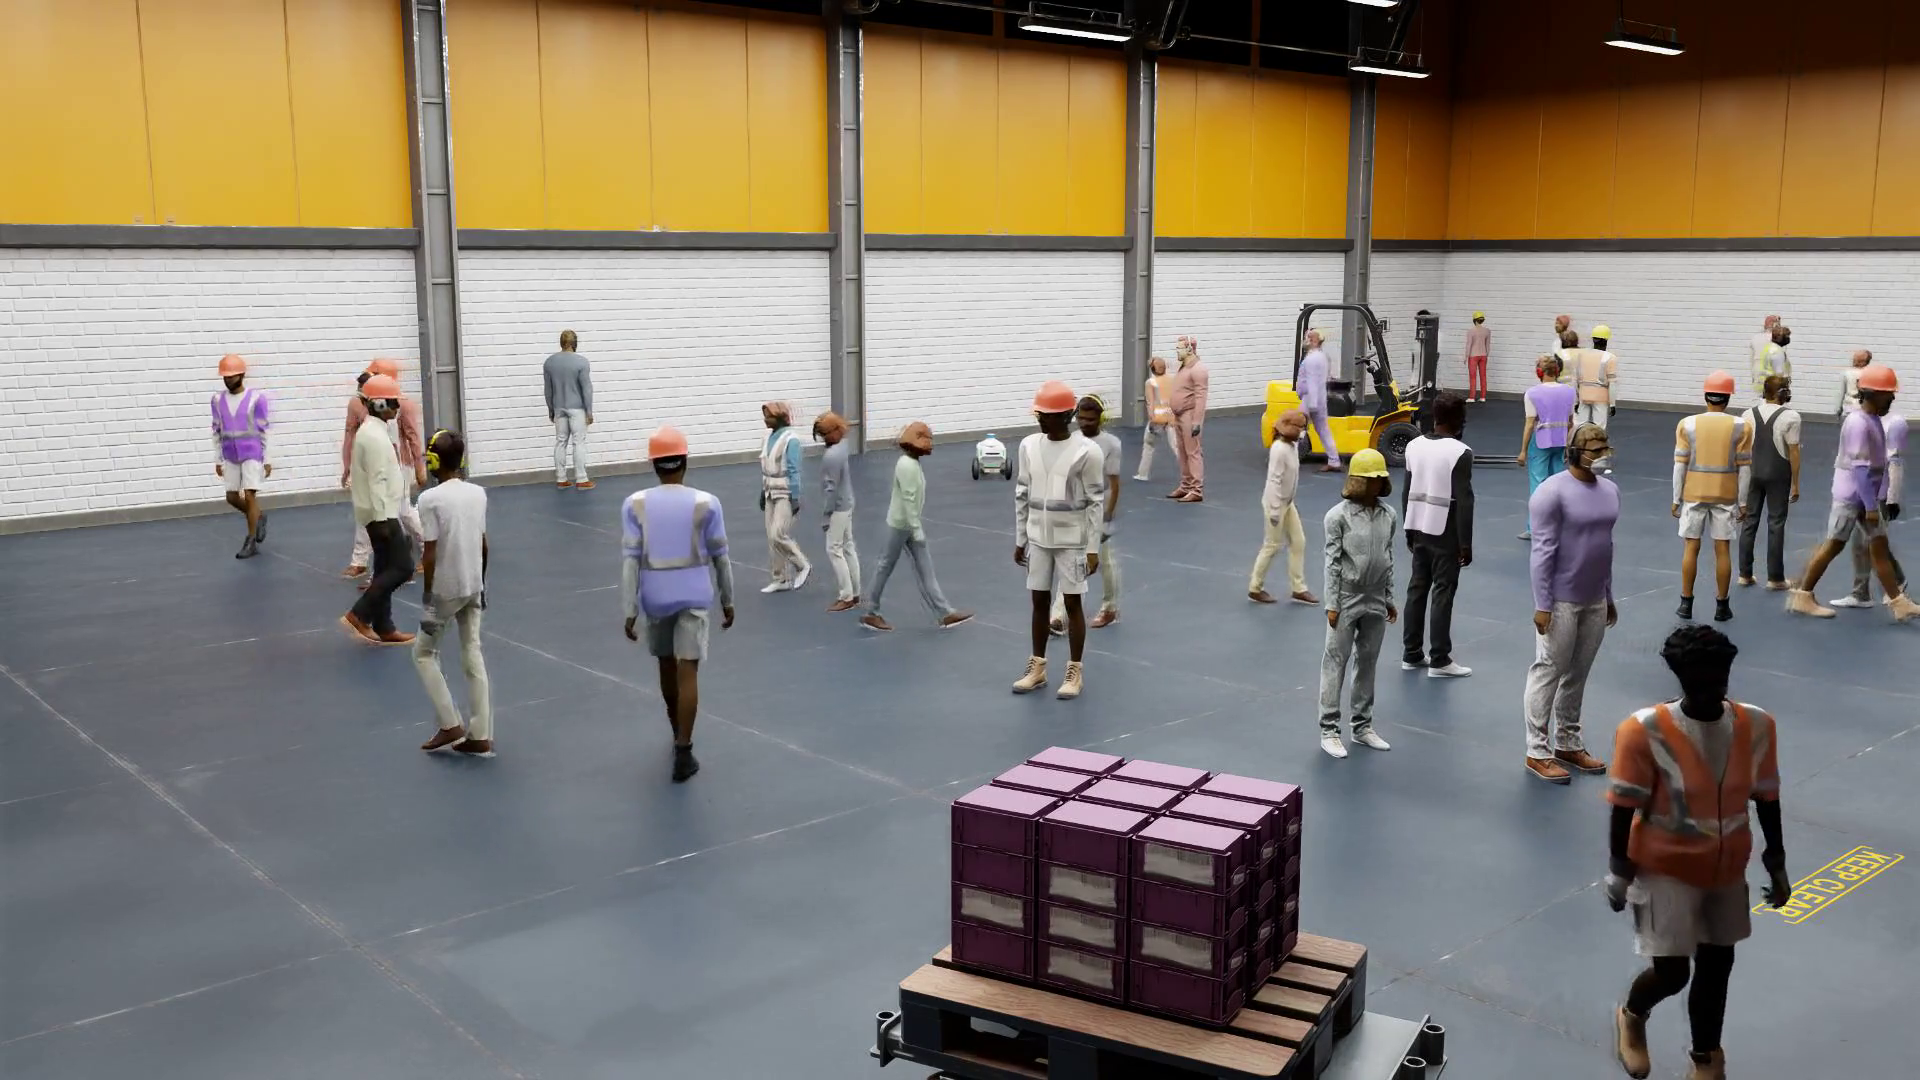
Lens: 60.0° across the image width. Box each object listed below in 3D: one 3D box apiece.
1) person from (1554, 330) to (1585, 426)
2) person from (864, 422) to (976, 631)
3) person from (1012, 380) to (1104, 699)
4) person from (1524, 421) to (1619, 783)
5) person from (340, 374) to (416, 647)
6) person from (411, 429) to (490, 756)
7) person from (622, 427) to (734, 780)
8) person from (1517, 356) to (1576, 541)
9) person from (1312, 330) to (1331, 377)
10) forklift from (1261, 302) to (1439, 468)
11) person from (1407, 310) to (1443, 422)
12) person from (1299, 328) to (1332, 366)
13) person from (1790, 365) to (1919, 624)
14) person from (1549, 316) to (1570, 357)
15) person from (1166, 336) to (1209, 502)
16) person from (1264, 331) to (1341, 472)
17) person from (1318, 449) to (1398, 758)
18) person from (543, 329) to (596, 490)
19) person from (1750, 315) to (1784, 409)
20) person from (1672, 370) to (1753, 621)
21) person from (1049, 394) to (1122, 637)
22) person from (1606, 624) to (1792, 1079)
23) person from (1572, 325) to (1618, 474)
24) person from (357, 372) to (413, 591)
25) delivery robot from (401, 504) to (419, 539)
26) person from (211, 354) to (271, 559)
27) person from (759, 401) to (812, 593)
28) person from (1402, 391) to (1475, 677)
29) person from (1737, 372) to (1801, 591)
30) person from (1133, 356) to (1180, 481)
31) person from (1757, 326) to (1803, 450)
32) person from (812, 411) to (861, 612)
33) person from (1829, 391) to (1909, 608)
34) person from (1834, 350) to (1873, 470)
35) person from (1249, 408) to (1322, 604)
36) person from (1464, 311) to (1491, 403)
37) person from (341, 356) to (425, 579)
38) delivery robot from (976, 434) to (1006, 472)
[{"bbox_3d":[8.356,-1.991,22.959,0.627,1.786,0.939,-4,11,-23],"label":"person"},{"bbox_3d":[-0.330,-0.090,12.432,0.873,1.575,0.521,3,10,15],"label":"person"},{"bbox_3d":[0.609,0.000,10.594,0.606,2.039,0.395,6,11,32],"label":"person"},{"bbox_3d":[3.313,0.326,8.974,0.627,1.941,0.370,-6,11,-32],"label":"person"},{"bbox_3d":[-4.139,-0.191,11.877,0.464,1.978,0.634,-4,10,-20],"label":"person"},{"bbox_3d":[-2.878,0.302,9.353,0.547,1.851,0.564,6,11,30],"label":"person"},{"bbox_3d":[-1.552,0.311,9.243,0.585,1.869,1.020,0,10,-3],"label":"person"},{"bbox_3d":[5.789,-0.892,16.403,0.563,1.838,0.388,-3,10,-16],"label":"person"},{"bbox_3d":[5.143,-2.205,24.378,0.826,1.727,0.543,-3,10,-19],"label":"person"},{"bbox_3d":[5.320,-2.157,22.763,2.313,2.155,1.214,3,10,16],"label":"forklift"},{"bbox_3d":[7.616,-2.820,27.446,0.942,1.918,0.611,-10,14,-44],"label":"person"},{"bbox_3d":[5.677,-2.557,26.661,0.547,1.644,0.860,4,11,25],"label":"person"},{"bbox_3d":[6.948,-0.337,12.707,1.016,1.987,0.618,9,13,42],"label":"person"},{"bbox_3d":[9.553,-2.671,26.766,0.890,1.851,0.583,0,10,-1],"label":"person"},{"bbox_3d":[2.600,-1.389,19.109,0.402,1.906,0.652,-2,10,-13],"label":"person"},{"bbox_3d":[4.539,-1.801,21.702,1.012,1.843,0.652,5,11,26],"label":"person"},{"bbox_3d":[2.271,0.351,9.400,0.484,1.745,0.296,-5,11,-26],"label":"person"},{"bbox_3d":[-4.697,-1.563,20.038,0.635,1.936,0.355,3,10,19],"label":"person"},{"bbox_3d":[12.619,-2.556,25.960,0.409,1.903,0.639,-3,10,-17],"label":"person"},{"bbox_3d":[5.811,-0.342,12.890,0.548,1.936,0.378,5,11,25],"label":"person"},{"bbox_3d":[0.914,-0.183,12.332,0.581,1.808,0.966,7,12,35],"label":"person"},{"bbox_3d":[2.377,1.066,5.416,0.609,1.665,0.443,-2,10,-10],"label":"person"},{"bbox_3d":[8.228,-1.814,21.536,0.382,1.924,0.594,-8,13,-39],"label":"person"},{"bbox_3d":[-4.959,-0.497,14.065,0.625,1.845,0.495,-5,11,-25],"label":"person"},{"bbox_3d":[-5.056,-0.223,15.961,0.477,0.478,0.707,2,10,11],"label":"delivery robot"},{"bbox_3d":[-6.729,-0.804,15.688,0.542,1.917,0.647,1,10,3],"label":"person"},{"bbox_3d":[-1.509,-0.349,13.842,0.371,1.624,0.534,-7,12,-37],"label":"person"},{"bbox_3d":[3.199,-0.039,11.176,0.371,1.915,0.595,-5,11,-26],"label":"person"},{"bbox_3d":[6.832,-0.491,14.055,0.344,1.839,0.505,-8,13,-40],"label":"person"},{"bbox_3d":[2.552,-1.479,20.589,0.528,1.583,0.904,-7,12,-34],"label":"person"},{"bbox_3d":[11.720,-2.120,23.663,0.812,1.814,0.644,3,10,17],"label":"person"},{"bbox_3d":[-0.972,-0.246,13.284,0.363,1.605,0.657,1,10,5],"label":"person"},{"bbox_3d":[7.342,-0.379,13.283,0.601,1.883,0.656,0,10,-2],"label":"person"},{"bbox_3d":[11.805,-1.697,21.841,0.884,1.590,0.516,-4,10,-21],"label":"person"},{"bbox_3d":[2.644,-0.267,13.428,0.596,1.596,0.528,5,11,28],"label":"person"},{"bbox_3d":[9.925,-3.510,31.941,0.523,1.769,0.314,-3,10,-17],"label":"person"},{"bbox_3d":[-5.069,-0.645,14.635,0.711,1.960,0.663,2,10,13],"label":"person"},{"bbox_3d":[0.391,-1.111,21.157,0.477,0.478,0.707,-1,10,-3],"label":"delivery robot"}]
